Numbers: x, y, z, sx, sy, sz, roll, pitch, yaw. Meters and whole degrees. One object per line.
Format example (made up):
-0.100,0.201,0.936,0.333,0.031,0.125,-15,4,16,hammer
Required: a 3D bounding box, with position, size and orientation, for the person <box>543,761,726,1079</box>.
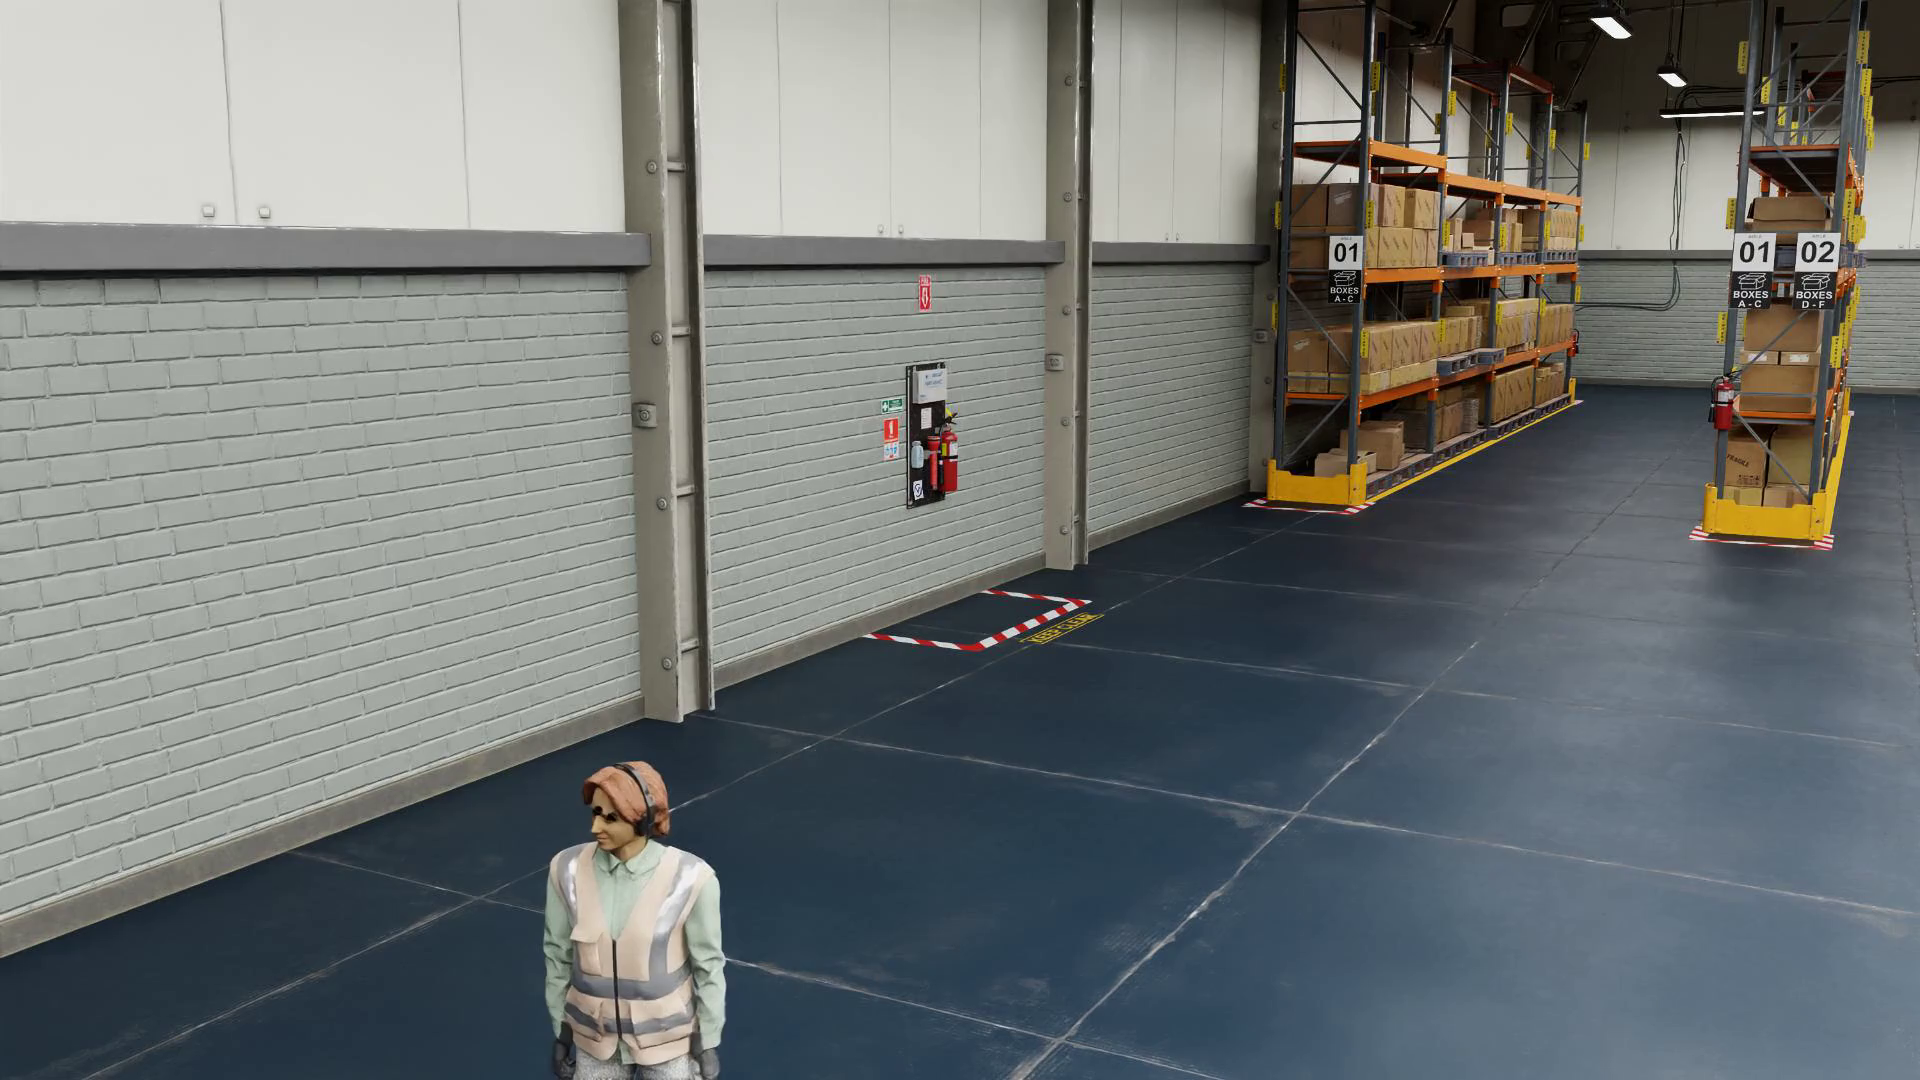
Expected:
-0.899,1.400,4.625,0.515,1.636,0.315,2,10,10,person
